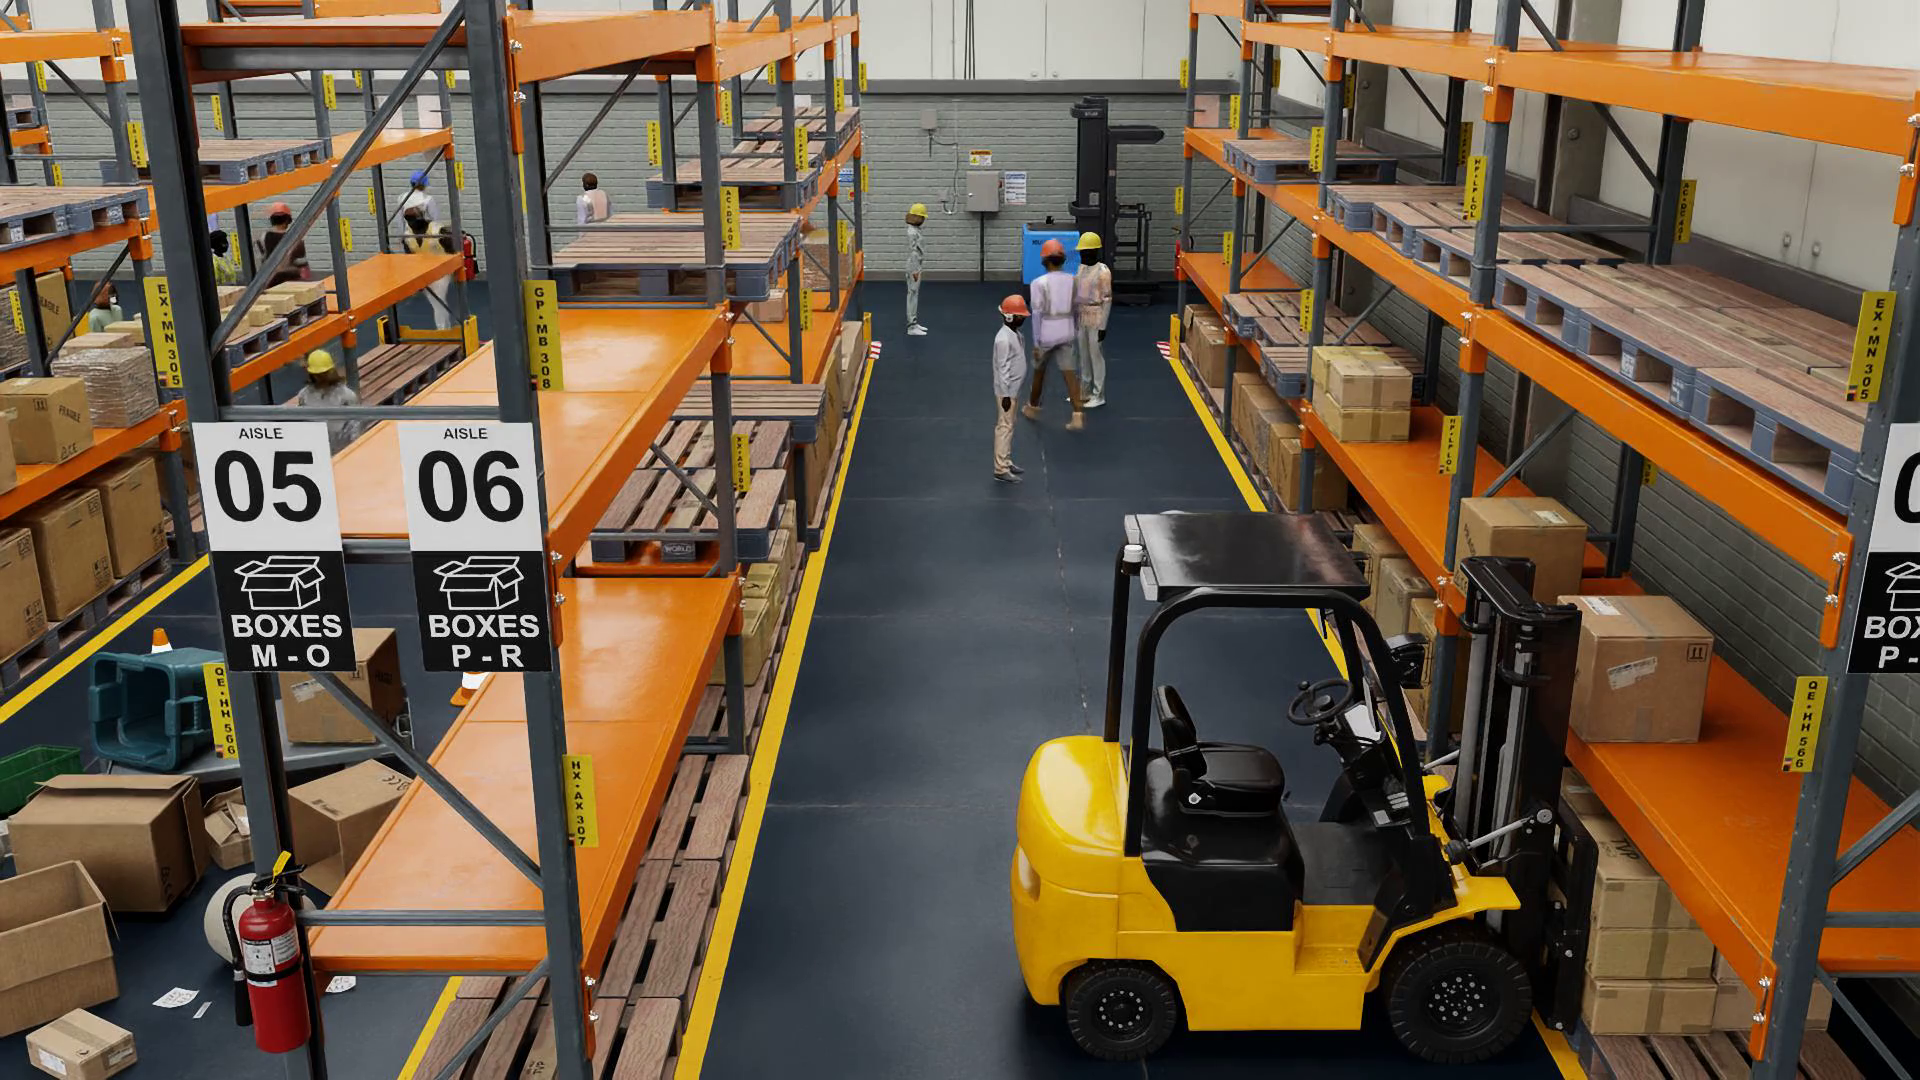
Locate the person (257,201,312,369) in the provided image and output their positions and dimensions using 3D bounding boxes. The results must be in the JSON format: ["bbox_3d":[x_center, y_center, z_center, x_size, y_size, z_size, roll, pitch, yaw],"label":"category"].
[{"bbox_3d":[-8.099,-3.059,20.079,0.654,2.027,0.403,6,19,16],"label":"person"}]

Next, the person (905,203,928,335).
[{"bbox_3d":[-0.575,-3.623,22.240,0.305,1.738,0.484,1,18,2],"label":"person"}]

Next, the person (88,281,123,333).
[{"bbox_3d":[-8.677,-1.845,17.040,0.279,1.624,0.494,2,18,6],"label":"person"}]

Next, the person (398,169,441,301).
[{"bbox_3d":[-7.955,-4.501,24.582,0.627,1.939,0.465,7,20,21],"label":"person"}]

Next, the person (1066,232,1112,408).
[{"bbox_3d":[1.425,-2.419,18.299,0.370,1.925,0.595,-10,21,-27],"label":"person"}]

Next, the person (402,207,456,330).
[{"bbox_3d":[-6.856,-3.399,21.496,0.696,1.790,0.738,5,19,15],"label":"person"}]

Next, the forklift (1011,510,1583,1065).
[{"bbox_3d":[1.387,1.055,7.378,2.313,2.155,1.214,0,18,0],"label":"forklift"}]

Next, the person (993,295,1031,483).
[{"bbox_3d":[0.487,-1.425,15.571,0.343,1.747,0.572,3,19,9],"label":"person"}]

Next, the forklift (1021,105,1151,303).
[{"bbox_3d":[1.857,-4.944,24.441,1.873,2.768,1.129,0,18,0],"label":"forklift"}]

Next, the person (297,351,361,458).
[{"bbox_3d":[-5.065,-0.673,13.378,0.494,1.690,0.922,-1,18,-4],"label":"person"}]

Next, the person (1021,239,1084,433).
[{"bbox_3d":[0.998,-2.127,17.349,0.621,1.986,1.082,-8,20,-24],"label":"person"}]

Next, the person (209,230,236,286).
[{"bbox_3d":[-8.912,-2.906,20.144,0.320,1.690,0.538,-2,18,-5],"label":"person"}]

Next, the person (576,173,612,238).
[{"bbox_3d":[-5.482,-4.557,24.900,0.430,1.845,0.623,14,23,35],"label":"person"}]
